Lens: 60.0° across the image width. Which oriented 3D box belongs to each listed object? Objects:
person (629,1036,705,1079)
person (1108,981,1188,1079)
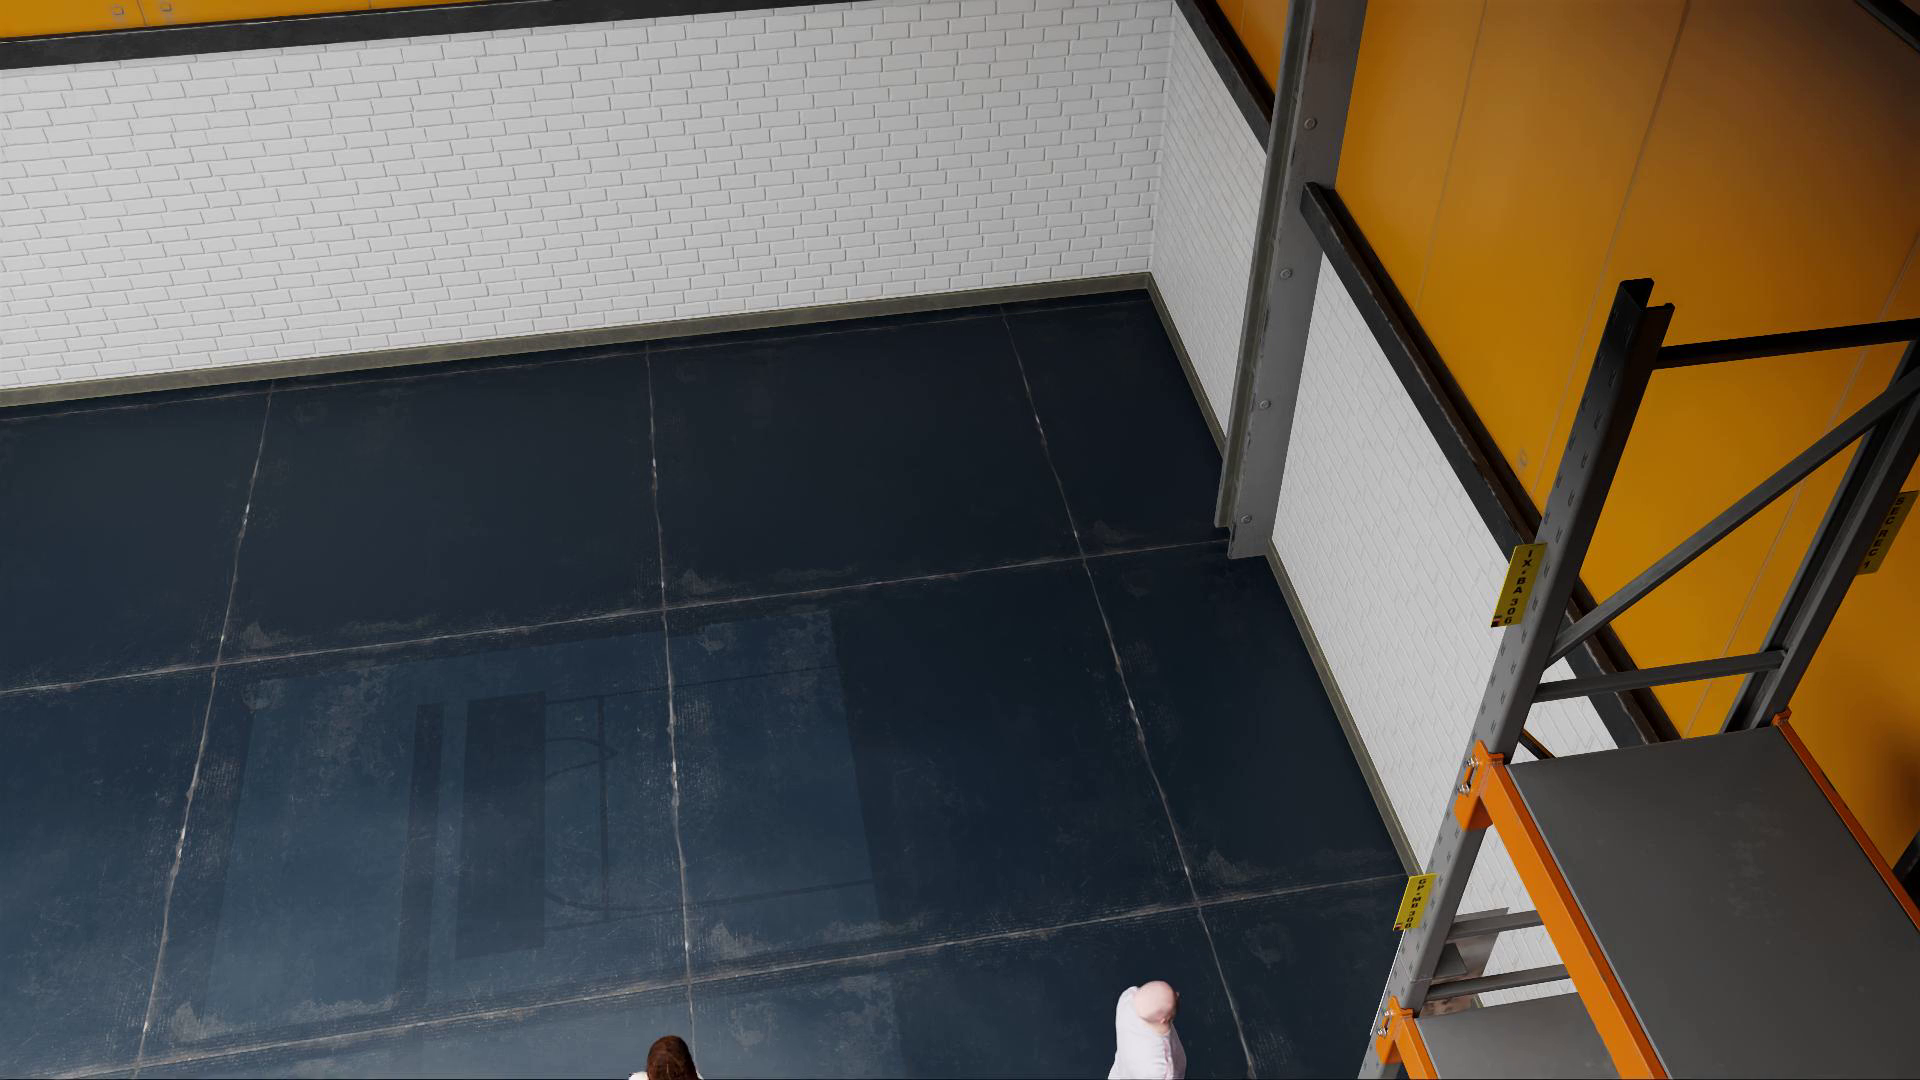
[{"bbox_3d":[-1.344,2.900,7.864,0.719,1.660,0.997,1,44,1],"label":"person"},{"bbox_3d":[0.877,2.653,7.999,0.731,1.832,0.549,-11,45,-11],"label":"person"}]
